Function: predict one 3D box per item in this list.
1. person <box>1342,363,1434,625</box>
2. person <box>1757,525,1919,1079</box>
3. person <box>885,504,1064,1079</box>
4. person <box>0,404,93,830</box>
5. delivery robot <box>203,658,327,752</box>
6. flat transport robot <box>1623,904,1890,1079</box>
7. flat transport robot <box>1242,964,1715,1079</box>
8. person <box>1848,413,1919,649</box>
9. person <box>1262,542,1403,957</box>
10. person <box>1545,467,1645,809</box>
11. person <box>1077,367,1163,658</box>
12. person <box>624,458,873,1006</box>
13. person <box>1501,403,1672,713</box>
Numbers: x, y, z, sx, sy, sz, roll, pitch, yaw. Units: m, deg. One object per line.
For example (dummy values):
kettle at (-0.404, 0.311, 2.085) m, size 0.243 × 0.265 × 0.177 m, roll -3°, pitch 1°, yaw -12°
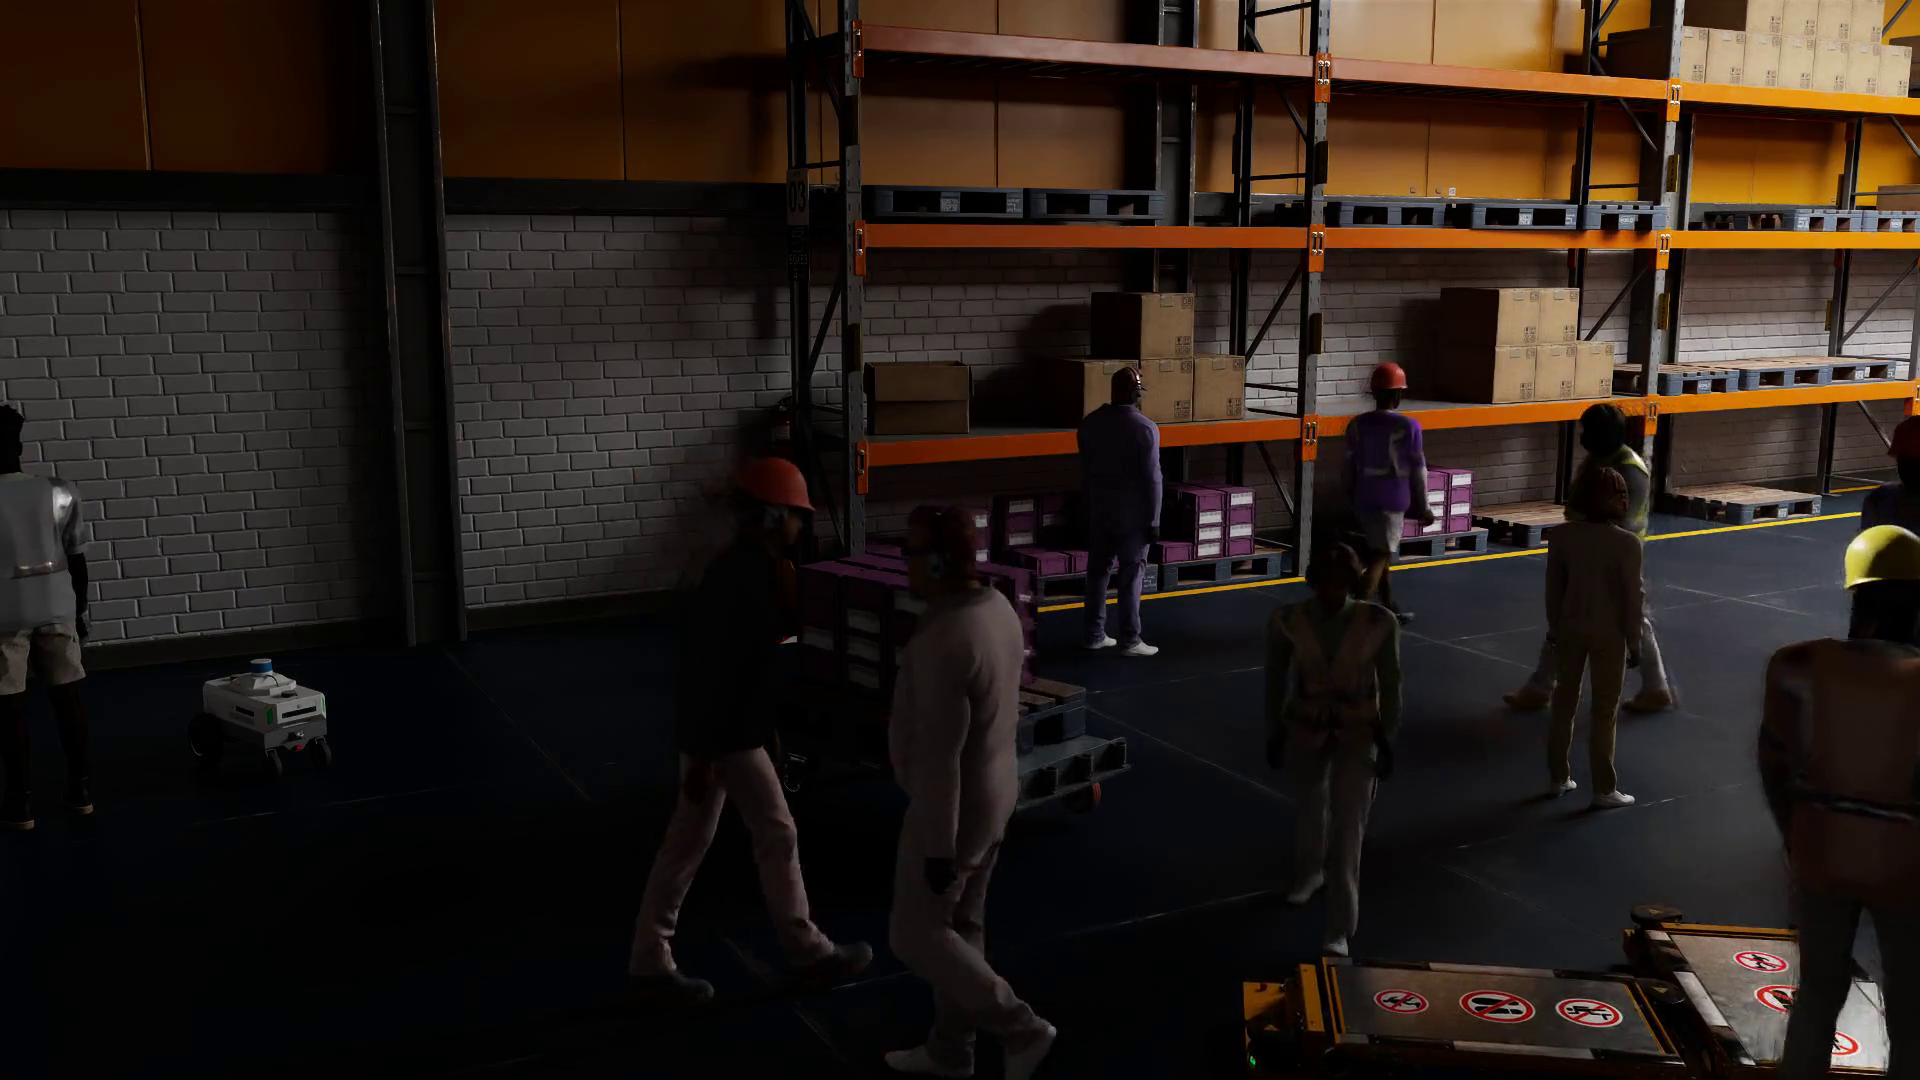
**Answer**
person at (2.876, -0.264, 11.418) m, size 0.993 × 1.900 × 0.564 m, roll -9°, pitch 13°, yaw -42°
person at (2.512, 0.907, 4.627) m, size 0.604 × 1.897 × 0.576 m, roll 8°, pitch 13°, yaw 38°
person at (0.031, 0.825, 5.130) m, size 0.546 × 1.891 × 0.657 m, roll 4°, pitch 10°, yaw 20°
person at (-4.318, 0.351, 7.654) m, size 0.379 × 1.959 × 0.602 m, roll 9°, pitch 13°, yaw 40°
delivery robot at (-3.572, 0.853, 8.539) m, size 0.707 × 0.478 × 0.477 m, roll 8°, pitch 13°, yaw 39°
flat transport robot at (2.706, 1.571, 5.488) m, size 0.652 × 0.197 × 1.431 m, roll 1°, pitch 10°, yaw 8°
flat transport robot at (1.644, 1.592, 5.368) m, size 1.431 × 0.197 × 0.652 m, roll 1°, pitch 10°, yaw 8°
person at (4.395, 0.368, 7.666) m, size 0.601 × 1.922 × 0.562 m, roll -6°, pitch 12°, yaw -32°
person at (1.414, 0.771, 6.370) m, size 0.526 × 1.553 × 0.963 m, roll 3°, pitch 10°, yaw 19°
person at (3.031, 0.461, 7.958) m, size 0.280 × 1.634 × 0.498 m, roll -7°, pitch 12°, yaw -37°
person at (1.070, -0.180, 10.896) m, size 0.646 × 1.900 × 0.403 m, roll 9°, pitch 13°, yaw 42°
person at (-0.758, 0.681, 5.869) m, size 0.994 × 1.915 × 0.630 m, roll -3°, pitch 10°, yaw -18°
person at (3.673, 0.118, 9.484) m, size 0.964 × 1.796 × 0.639 m, roll -1°, pitch 10°, yaw -6°
